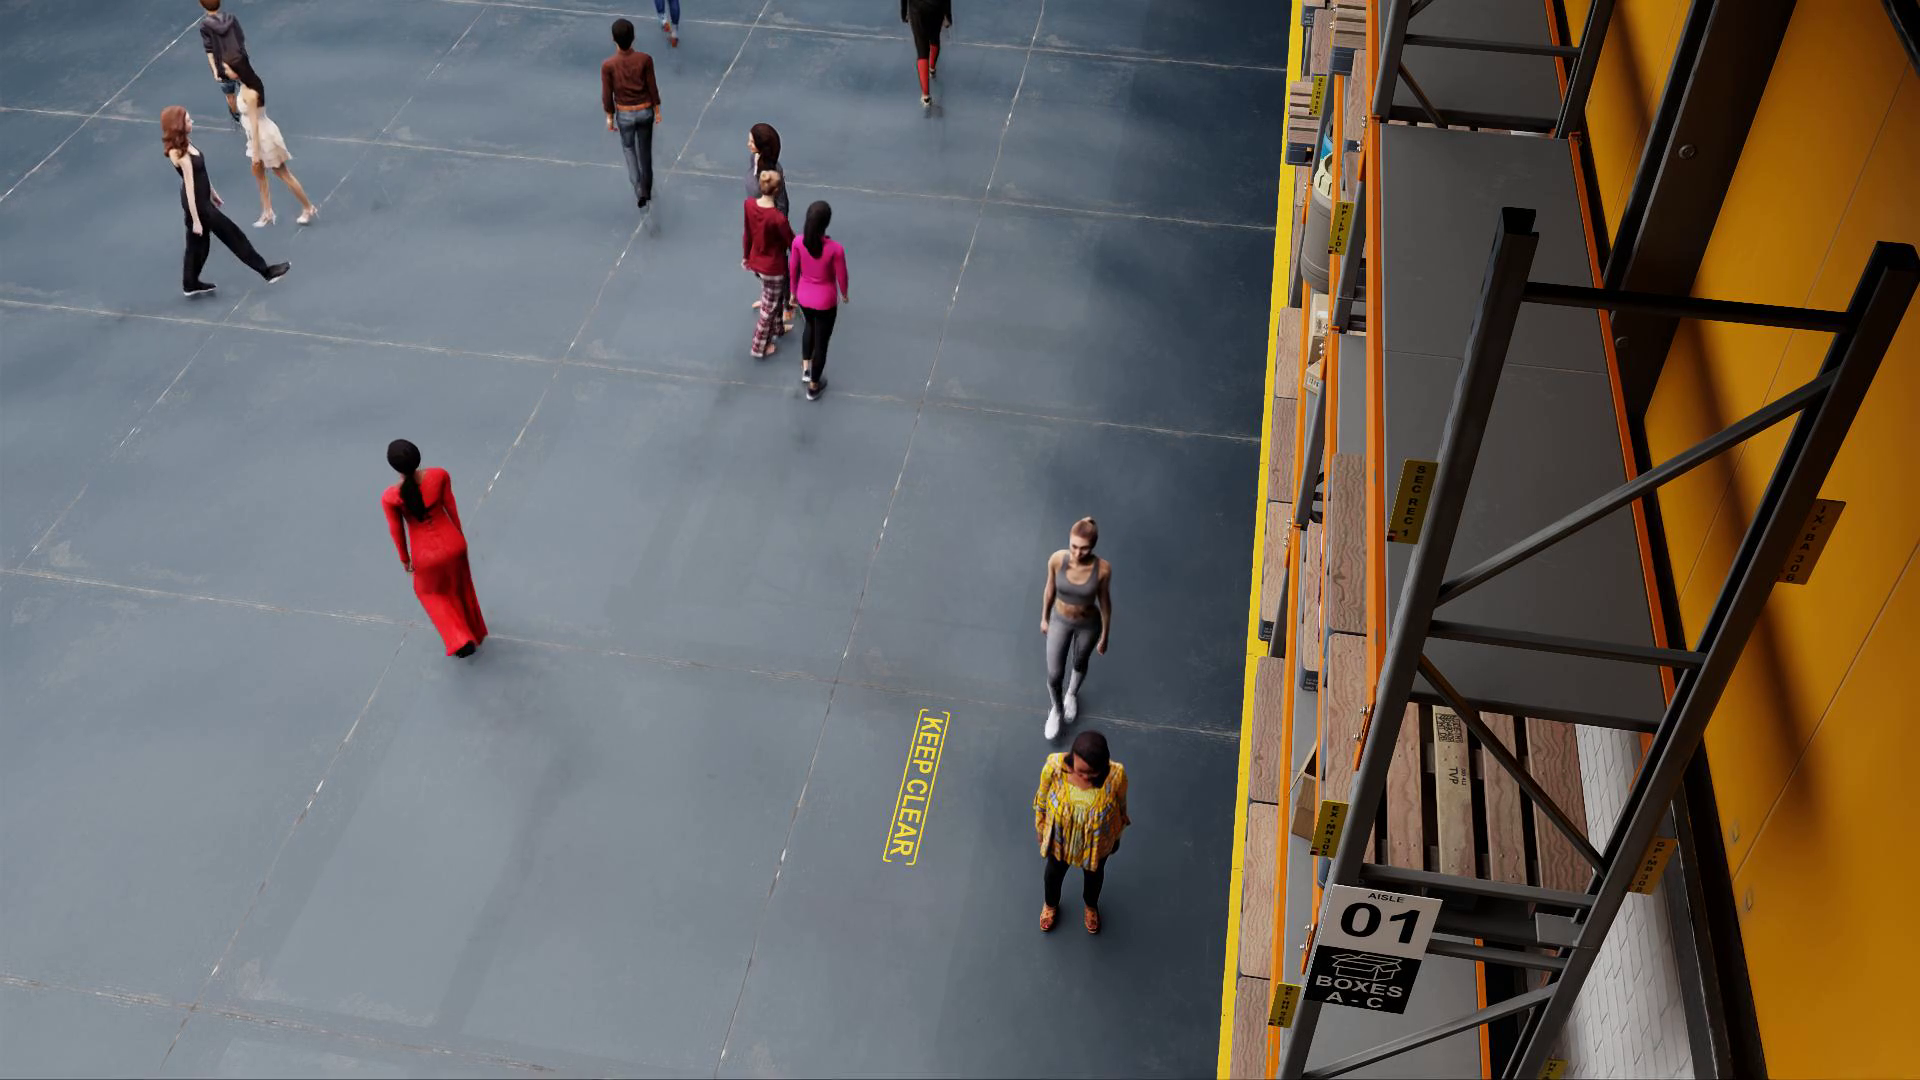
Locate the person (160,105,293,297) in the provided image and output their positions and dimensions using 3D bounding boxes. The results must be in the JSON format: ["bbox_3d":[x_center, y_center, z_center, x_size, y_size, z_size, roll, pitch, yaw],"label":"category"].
[{"bbox_3d":[-6.366,-2.728,13.707,1.077,1.685,1.146,-15,46,-16],"label":"person"}]

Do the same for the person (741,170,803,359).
[{"bbox_3d":[-1.561,-2.129,13.077,0.844,1.687,0.907,32,52,29],"label":"person"}]

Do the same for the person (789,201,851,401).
[{"bbox_3d":[-1.124,-1.772,12.715,0.668,1.680,0.720,13,45,13],"label":"person"}]

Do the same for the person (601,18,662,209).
[{"bbox_3d":[-2.862,-3.718,14.687,0.873,1.766,1.004,-11,45,-11],"label":"person"}]

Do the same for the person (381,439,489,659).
[{"bbox_3d":[-3.316,0.124,10.656,0.836,1.775,0.893,-28,50,-26],"label":"person"}]

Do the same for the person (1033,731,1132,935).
[{"bbox_3d":[0.661,1.605,9.183,0.729,1.652,0.761,3,44,3],"label":"person"}]

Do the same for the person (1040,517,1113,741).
[{"bbox_3d":[0.729,0.467,10.347,0.576,1.695,0.646,7,44,7],"label":"person"}]

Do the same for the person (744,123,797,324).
[{"bbox_3d":[-1.544,-2.576,13.488,0.740,1.768,0.681,-26,49,-25],"label":"person"}]

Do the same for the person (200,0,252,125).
[{"bbox_3d":[-6.858,-4.442,15.716,0.981,1.396,1.019,-30,51,-27],"label":"person"}]

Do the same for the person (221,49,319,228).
[{"bbox_3d":[-5.936,-3.473,14.470,0.879,1.712,0.855,-17,46,-17],"label":"person"}]

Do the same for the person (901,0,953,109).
[{"bbox_3d":[-0.326,-5.065,16.109,0.890,1.755,1.280,-4,44,-4],"label":"person"}]
